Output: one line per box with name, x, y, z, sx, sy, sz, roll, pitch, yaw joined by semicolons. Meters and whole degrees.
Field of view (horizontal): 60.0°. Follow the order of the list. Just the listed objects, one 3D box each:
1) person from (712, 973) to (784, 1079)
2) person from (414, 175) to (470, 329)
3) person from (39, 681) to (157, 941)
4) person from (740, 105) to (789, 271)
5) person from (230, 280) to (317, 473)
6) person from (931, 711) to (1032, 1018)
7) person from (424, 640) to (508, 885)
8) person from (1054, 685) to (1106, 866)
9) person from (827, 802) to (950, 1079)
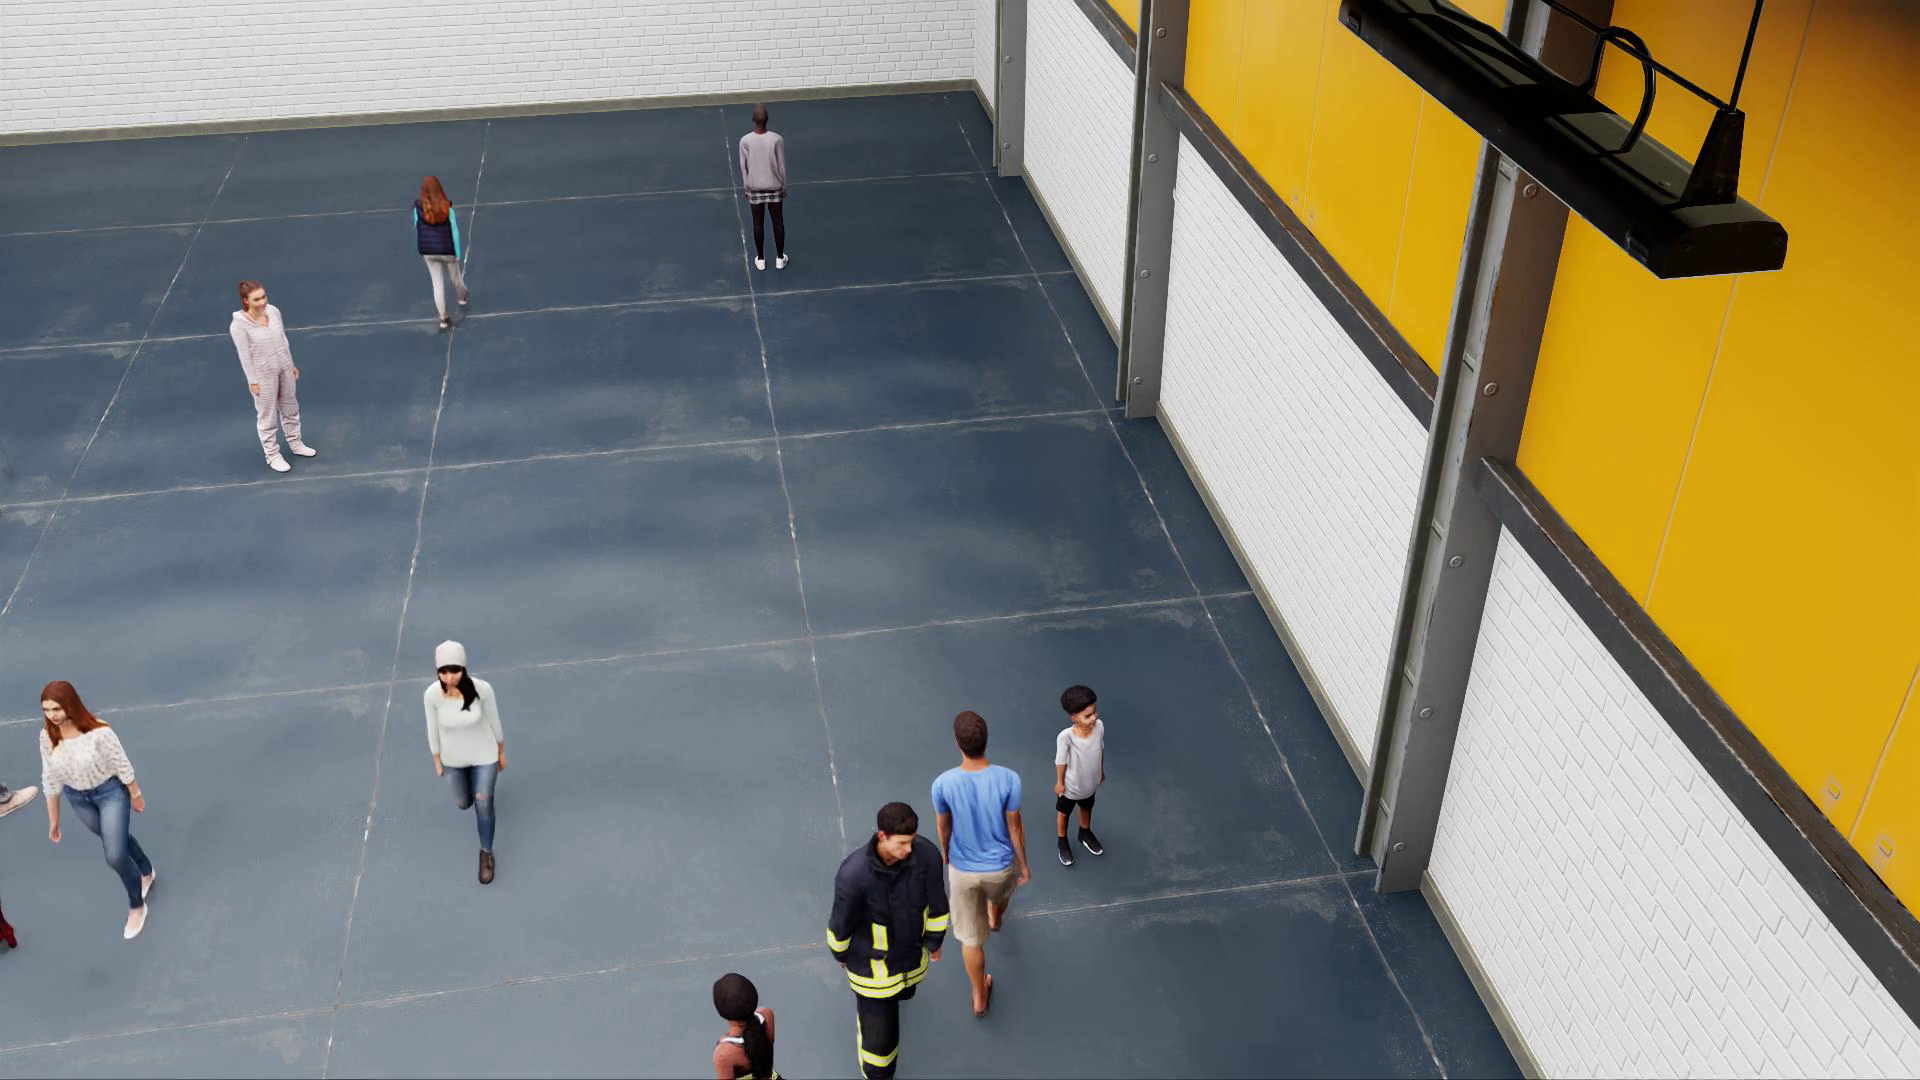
person;-0.884;2.726;7.764;0.836;1.733;0.764;28;43;35
person;-5.126;-2.798;16.323;0.625;1.457;0.972;-3;34;-5
person;-4.982;1.448;9.710;0.699;1.707;0.857;3;34;4
person;-2.037;-3.681;17.370;0.623;1.770;0.551;-3;34;-5
person;-5.837;-1.419;14.036;0.788;1.693;0.712;18;38;25
person;0.117;1.831;9.033;0.776;1.819;1.157;1;34;1
person;-2.964;1.262;10.057;0.577;1.632;0.903;-6;34;-8
person;0.732;1.410;10.167;0.545;1.265;0.573;-14;36;-20
person;-0.389;2.022;8.678;0.997;1.893;1.213;-14;36;-20
